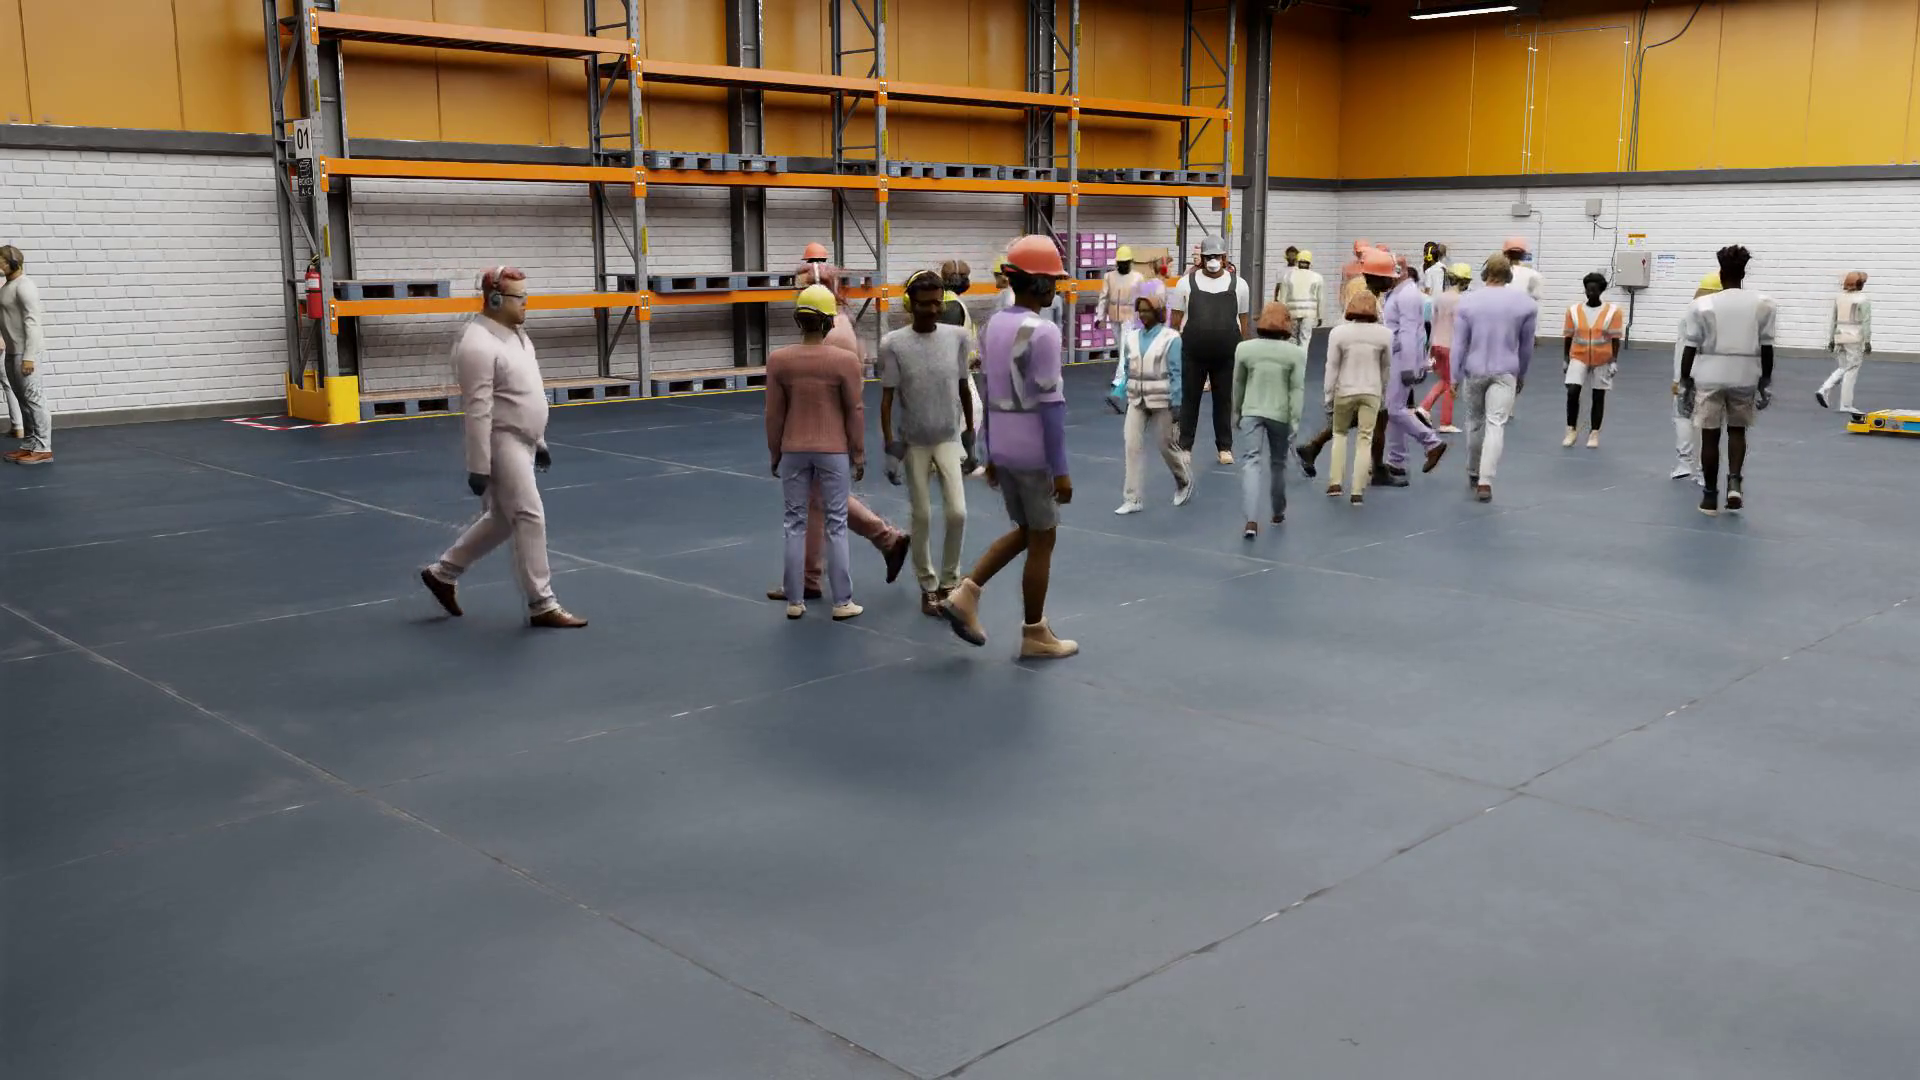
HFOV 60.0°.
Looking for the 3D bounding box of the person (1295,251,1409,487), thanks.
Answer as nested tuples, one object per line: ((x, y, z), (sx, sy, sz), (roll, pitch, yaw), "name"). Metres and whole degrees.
((3.192, -1.373, 13.443), (0.859, 1.904, 0.565), (2, 11, 12), "person")

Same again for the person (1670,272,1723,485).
((6.060, -1.312, 13.562), (0.513, 1.718, 0.463), (1, 10, 8), "person")

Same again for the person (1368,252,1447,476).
((3.753, -1.460, 13.950), (0.541, 1.881, 0.682), (2, 11, 9), "person")

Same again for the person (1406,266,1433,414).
((4.889, -2.175, 18.382), (0.543, 1.673, 0.690), (-3, 11, -17), "person")

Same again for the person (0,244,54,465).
((-8.339, -1.642, 14.776), (0.371, 1.940, 0.627), (-10, 14, -43), "person")

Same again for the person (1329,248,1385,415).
((4.549, -2.335, 18.749), (0.978, 1.878, 0.544), (-4, 11, -20), "person")

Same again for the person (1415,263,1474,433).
((5.000, -1.958, 17.024), (0.481, 1.743, 0.571), (-4, 11, -19), "person")

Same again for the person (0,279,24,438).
((-9.588, -1.898, 16.439), (0.430, 1.845, 0.622), (6, 12, 30), "person")

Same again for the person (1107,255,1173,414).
((2.121, -2.298, 18.716), (0.869, 1.816, 0.575), (-1, 10, -6), "person")

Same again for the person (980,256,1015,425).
((0.571, -2.127, 17.800), (0.840, 1.806, 0.599), (-1, 10, -5), "person")

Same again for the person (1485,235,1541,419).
((6.050, -2.320, 18.250), (0.622, 2.029, 0.598), (1, 10, 7), "person")

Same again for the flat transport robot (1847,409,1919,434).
((9.794, -1.162, 16.709), (0.652, 0.197, 1.431), (-10, 14, -44), "flat transport robot")

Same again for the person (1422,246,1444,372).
((7.010, -3.437, 24.780), (0.313, 1.860, 0.507), (9, 14, 40), "person")

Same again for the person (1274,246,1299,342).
((5.323, -3.829, 26.935), (0.545, 1.853, 0.465), (5, 11, 24), "person")

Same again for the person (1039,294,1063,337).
((0.967, -2.369, 19.651), (0.519, 1.598, 0.458), (0, 10, 0), "person")

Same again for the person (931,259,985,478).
((-0.009, -1.427, 13.940), (0.662, 1.821, 0.638), (-3, 11, -14), "person")

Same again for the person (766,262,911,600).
((-0.688, -0.603, 9.257), (0.731, 1.878, 0.640), (-1, 10, -3), "person")

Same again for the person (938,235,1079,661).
((0.270, -0.410, 7.816), (0.584, 2.025, 0.612), (-5, 11, -24), "person")

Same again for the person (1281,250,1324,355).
((4.934, -3.257, 23.927), (0.610, 1.805, 0.667), (3, 11, 16), "person")

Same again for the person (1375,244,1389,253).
((7.497, -4.255, 29.217), (0.896, 1.887, 0.575), (2, 11, 13), "person")

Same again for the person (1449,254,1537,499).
((4.152, -1.284, 12.991), (0.620, 1.873, 1.071), (4, 11, 20), "person")

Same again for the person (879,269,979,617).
((-0.142, -0.489, 8.738), (0.563, 1.842, 0.540), (-3, 11, -15), "person")

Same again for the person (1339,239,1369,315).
((6.226, -3.674, 25.810), (0.659, 1.947, 0.917), (2, 11, 12), "person")

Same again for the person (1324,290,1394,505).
((3.009, -1.080, 12.605), (0.505, 1.611, 0.551), (2, 11, 9), "person")

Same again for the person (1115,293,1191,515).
((1.440, -1.009, 12.214), (0.523, 1.611, 0.761), (8, 13, 39), "person")

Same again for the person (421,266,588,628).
((-2.405, -0.468, 8.569), (0.866, 1.877, 0.676), (0, 10, 1), "person")

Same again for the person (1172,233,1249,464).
((2.221, -1.682, 14.716), (0.676, 2.000, 0.536), (0, 10, 2), "person")

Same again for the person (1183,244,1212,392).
((3.104, -2.878, 21.603), (0.643, 1.909, 0.410), (9, 13, 39), "person")

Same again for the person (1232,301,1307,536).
((2.093, -0.829, 11.333), (0.500, 1.582, 0.898), (3, 11, 14), "person")

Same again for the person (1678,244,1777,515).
((5.531, -1.149, 12.031), (0.632, 1.954, 0.419), (2, 11, 11), "person")

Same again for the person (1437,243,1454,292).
((8.508, -4.224, 28.971), (0.845, 1.897, 0.687), (6, 12, 31), "person")

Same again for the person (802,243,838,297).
((-1.540, -2.246, 18.073), (0.377, 1.938, 0.547), (5, 11, 23), "person")

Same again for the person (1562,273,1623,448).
((5.960, -1.681, 15.712), (0.545, 1.670, 0.558), (5, 12, 26), "person")

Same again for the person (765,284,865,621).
((-0.755, -0.455, 8.777), (0.530, 1.767, 0.328), (2, 11, 11), "person")

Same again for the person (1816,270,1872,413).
((10.123, -2.250, 18.946), (0.412, 1.627, 0.520), (-2, 11, -11), "person")

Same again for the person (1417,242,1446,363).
((7.444, -3.756, 26.360), (0.392, 1.920, 0.593), (-5, 11, -25), "person")

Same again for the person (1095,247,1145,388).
((2.160, -2.968, 22.197), (0.604, 1.871, 1.009), (6, 12, 28), "person")
